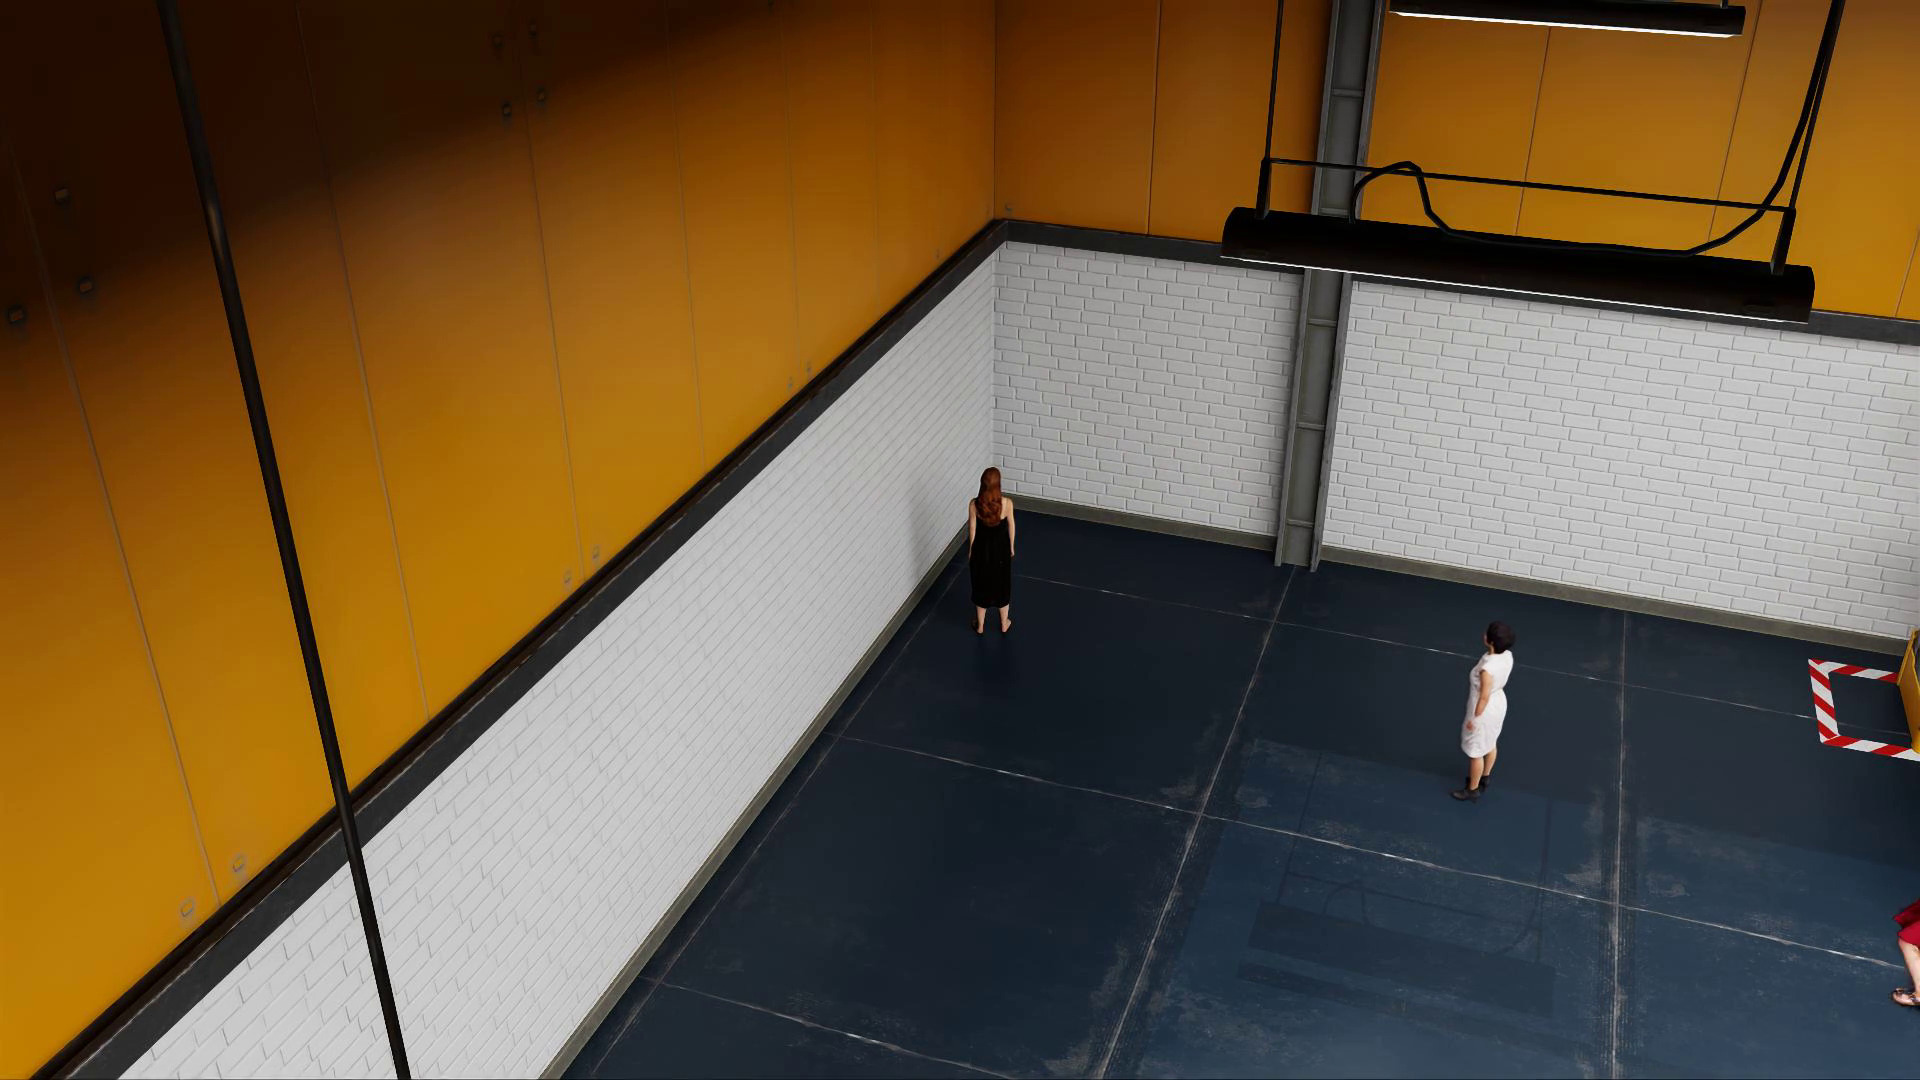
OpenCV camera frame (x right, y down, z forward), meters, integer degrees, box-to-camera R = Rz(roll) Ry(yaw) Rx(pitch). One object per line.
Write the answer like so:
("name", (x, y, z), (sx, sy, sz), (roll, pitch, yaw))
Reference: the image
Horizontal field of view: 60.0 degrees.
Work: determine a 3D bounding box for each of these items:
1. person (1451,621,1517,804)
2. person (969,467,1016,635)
("person", (3.965, 1.286, 12.522), (0.630, 1.556, 0.627), (24, 36, 36))
("person", (0.272, 0.092, 14.638), (0.626, 1.625, 0.714), (-2, 29, -3))
